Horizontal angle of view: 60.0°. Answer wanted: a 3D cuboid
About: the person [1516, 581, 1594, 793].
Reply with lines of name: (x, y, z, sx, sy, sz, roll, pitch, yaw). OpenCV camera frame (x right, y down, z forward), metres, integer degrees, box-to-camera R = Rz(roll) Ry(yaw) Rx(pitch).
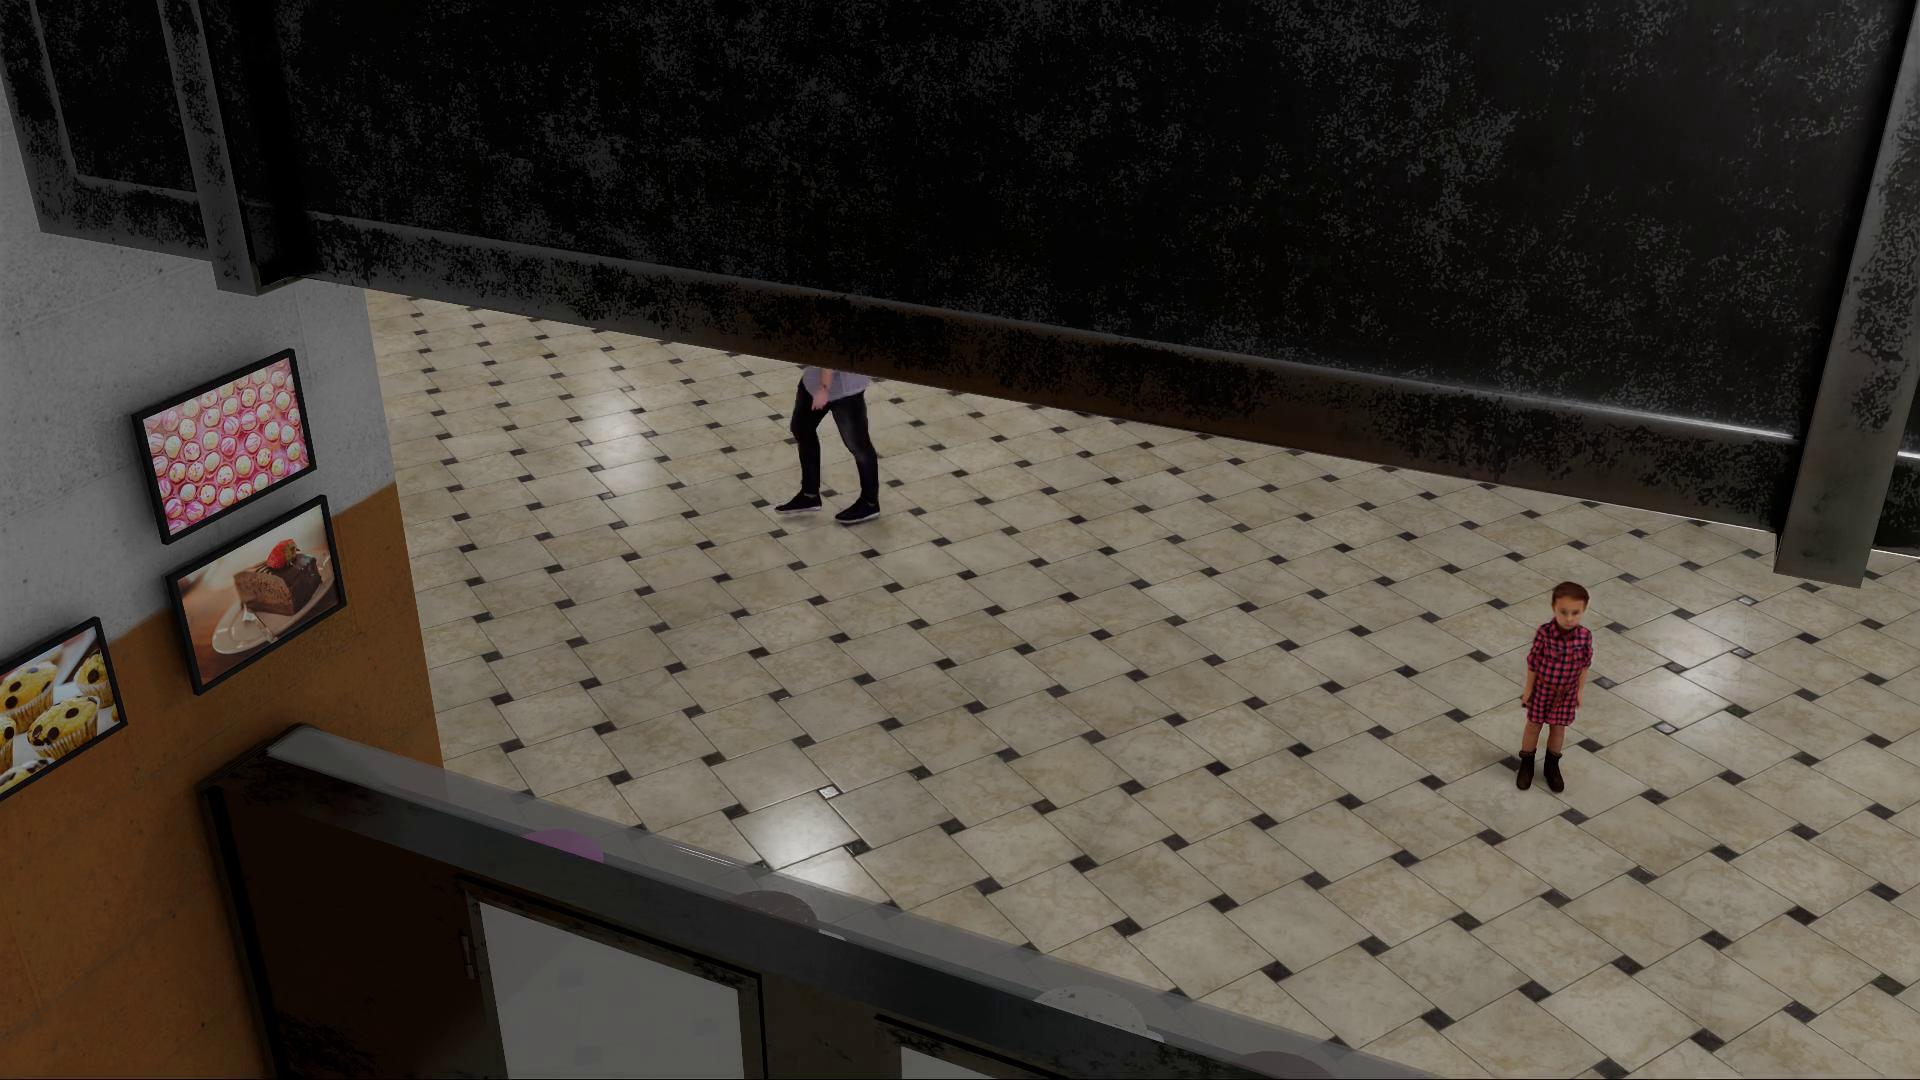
person: (2.691, 0.649, 7.509, 0.465, 1.022, 0.491, 4, 27, 8)
